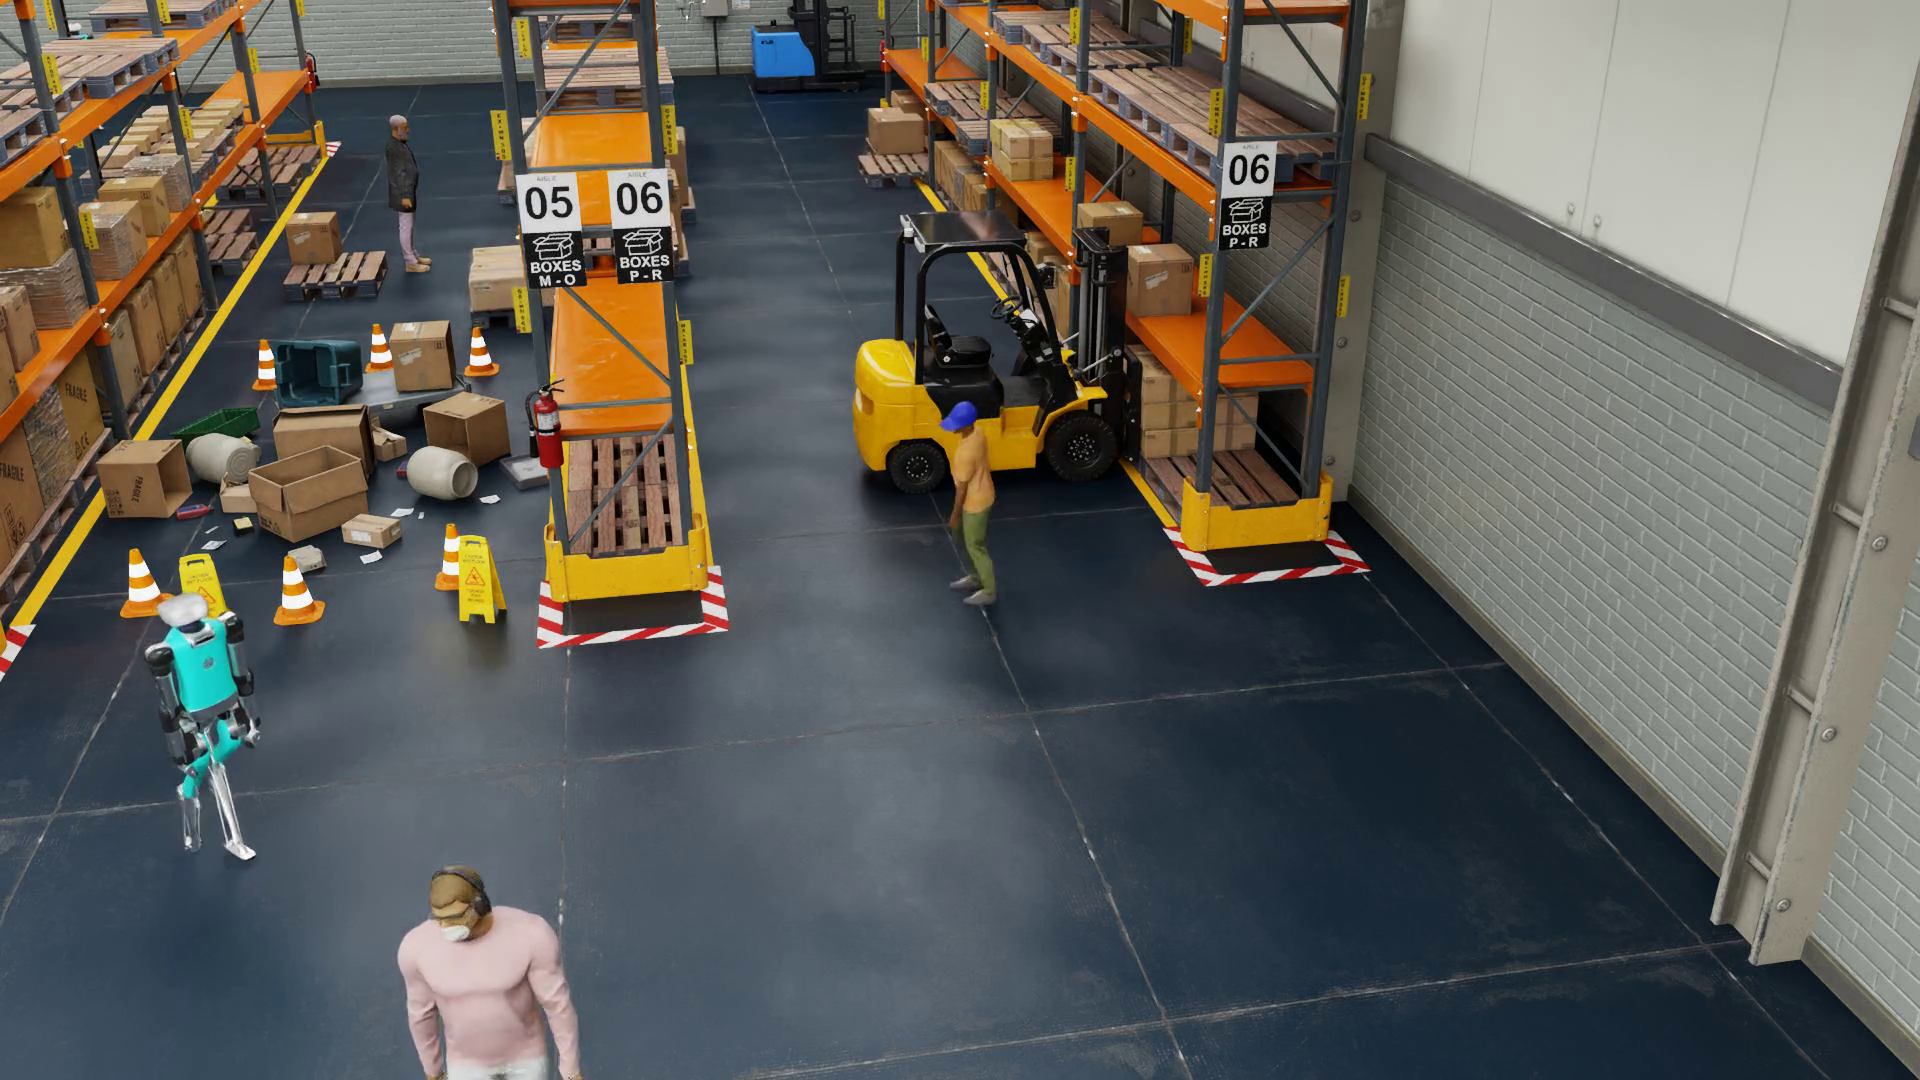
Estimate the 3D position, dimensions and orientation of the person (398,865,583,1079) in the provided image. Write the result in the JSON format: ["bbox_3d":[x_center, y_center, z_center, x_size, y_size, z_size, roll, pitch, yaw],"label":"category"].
[{"bbox_3d":[-1.880,2.132,6.797,0.679,1.904,0.665,-6,26,-12],"label":"person"}]

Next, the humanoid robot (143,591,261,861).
[{"bbox_3d":[-4.281,1.080,9.300,0.787,1.887,0.546,18,31,33],"label":"humanoid robot"}]

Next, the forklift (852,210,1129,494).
[{"bbox_3d":[0.216,-1.659,14.366,2.313,2.155,1.214,-5,26,-10],"label":"forklift"}]

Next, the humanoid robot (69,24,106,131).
[{"bbox_3d":[-14.445,-7.581,27.275,1.034,1.763,0.539,22,33,38],"label":"humanoid robot"}]

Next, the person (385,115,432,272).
[{"bbox_3d":[-6.661,-4.155,19.950,0.407,1.855,0.528,-5,26,-10],"label":"person"}]

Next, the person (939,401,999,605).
[{"bbox_3d":[0.077,-0.261,12.042,0.455,1.668,0.515,2,26,4],"label":"person"}]

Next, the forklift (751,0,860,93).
[{"bbox_3d":[-2.872,-9.679,30.288,1.873,2.768,1.129,-5,26,-10],"label":"forklift"}]
